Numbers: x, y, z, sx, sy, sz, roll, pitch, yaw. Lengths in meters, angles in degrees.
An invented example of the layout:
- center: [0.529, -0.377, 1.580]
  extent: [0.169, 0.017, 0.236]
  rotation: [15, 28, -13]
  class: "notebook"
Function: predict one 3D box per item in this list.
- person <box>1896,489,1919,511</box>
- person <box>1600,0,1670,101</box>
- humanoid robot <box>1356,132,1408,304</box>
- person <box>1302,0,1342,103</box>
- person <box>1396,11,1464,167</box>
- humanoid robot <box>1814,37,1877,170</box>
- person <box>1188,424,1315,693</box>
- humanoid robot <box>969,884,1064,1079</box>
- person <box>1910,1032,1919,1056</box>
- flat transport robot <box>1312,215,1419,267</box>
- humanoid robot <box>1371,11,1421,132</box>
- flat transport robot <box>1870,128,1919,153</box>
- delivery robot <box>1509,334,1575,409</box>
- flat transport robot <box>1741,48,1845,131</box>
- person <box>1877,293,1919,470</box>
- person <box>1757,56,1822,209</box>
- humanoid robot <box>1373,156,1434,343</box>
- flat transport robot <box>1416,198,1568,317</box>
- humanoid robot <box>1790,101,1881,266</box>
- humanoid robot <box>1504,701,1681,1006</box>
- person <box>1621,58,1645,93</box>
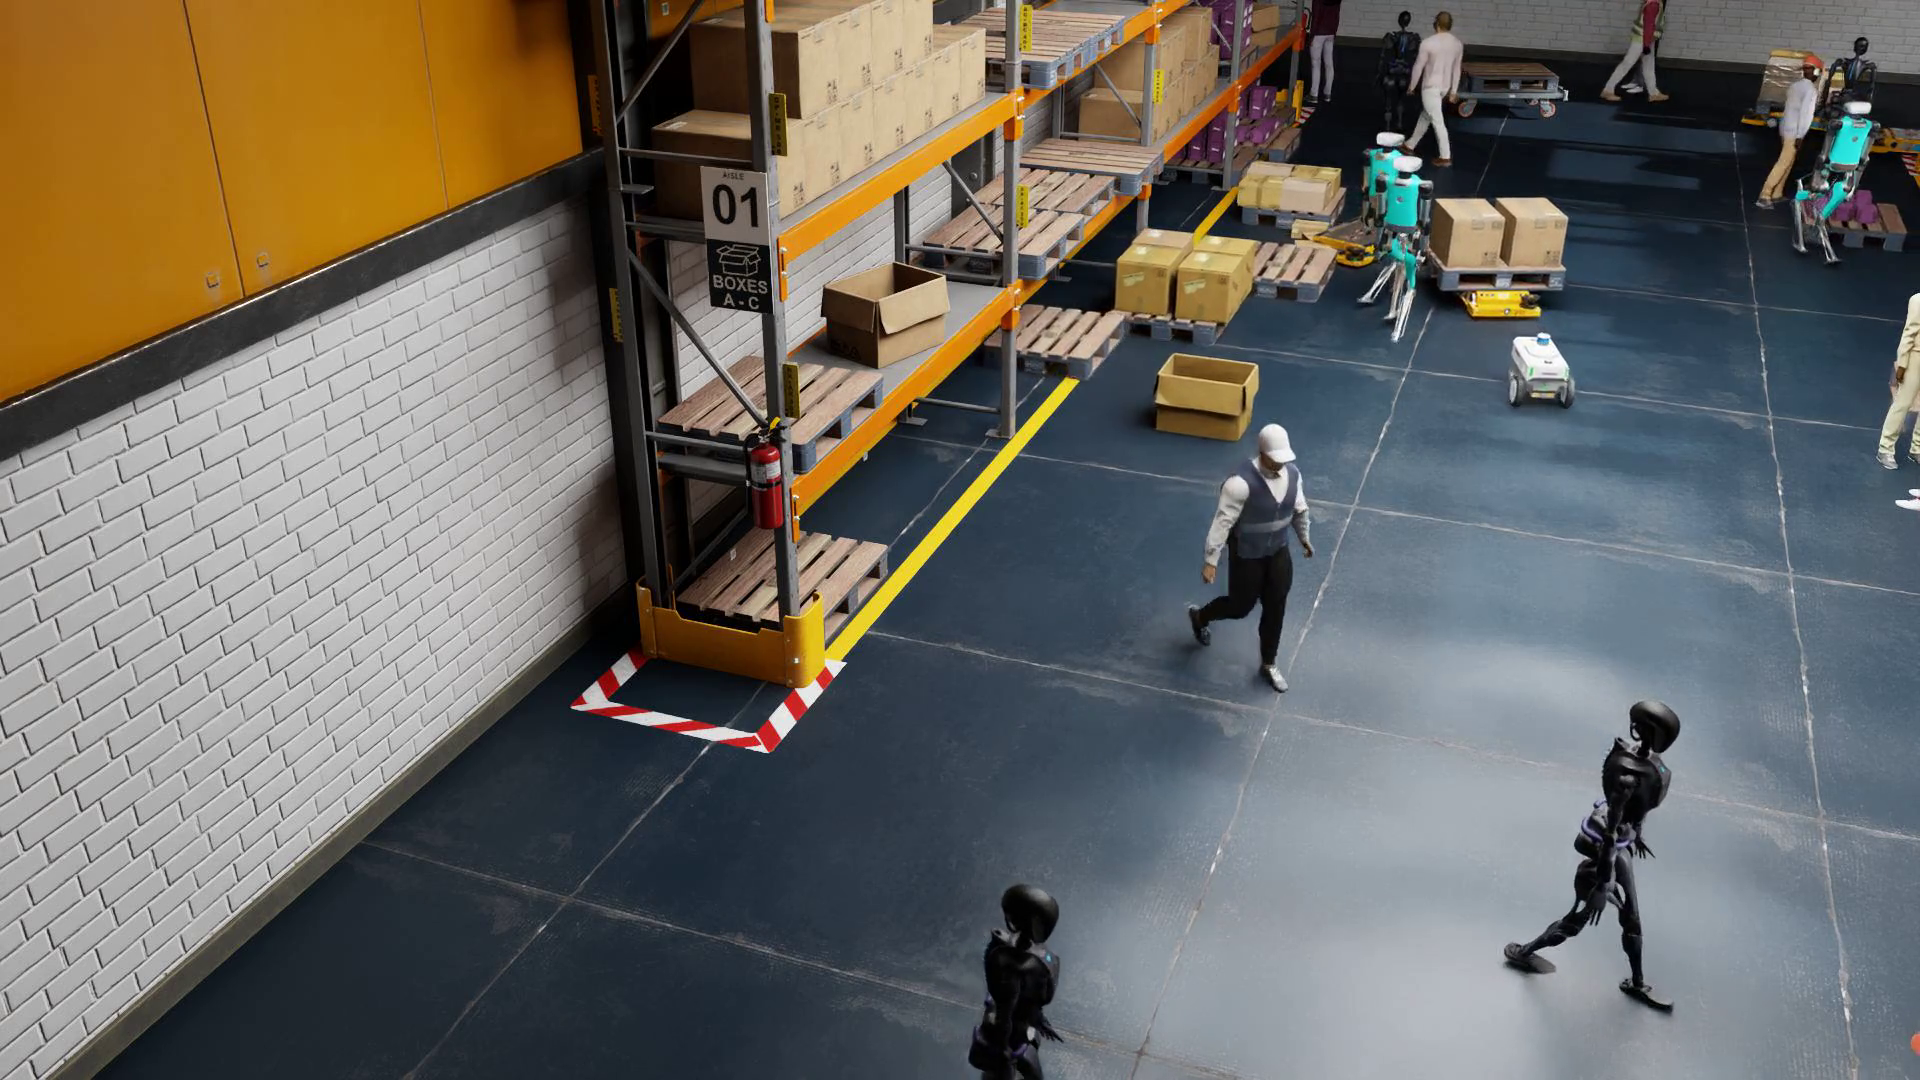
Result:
- center: [7.239, -0.977, 12.167]
  extent: [0.281, 1.628, 0.501]
  rotation: [24, 36, 38]
  class: "person"
- center: [9.974, -7.305, 24.276]
  extent: [0.943, 1.790, 0.659]
  rotation: [11, 29, 20]
  class: "person"
- center: [4.298, -3.169, 16.339]
  extent: [1.011, 1.757, 0.530]
  rotation: [-22, 34, -36]
  class: "humanoid robot"
- center: [5.288, -7.376, 24.227]
  extent: [0.499, 1.947, 0.430]
  rotation: [-12, 30, -22]
  class: "person"
- center: [6.039, -5.746, 21.148]
  extent: [0.616, 1.879, 1.048]
  rotation: [-15, 31, -26]
  class: "person"
- center: [11.007, -5.412, 20.716]
  extent: [0.610, 1.646, 0.353]
  rotation: [17, 32, 29]
  class: "humanoid robot"
- center: [1.772, 0.039, 10.085]
  extent: [0.804, 1.726, 0.708]
  rotation: [-13, 30, -24]
  class: "person"
- center: [0.183, 1.970, 6.395]
  extent: [0.369, 1.641, 0.614]
  rotation: [8, 28, 15]
  class: "humanoid robot"
- center: [3.136, 2.316, 5.402]
  extent: [0.460, 1.969, 0.640]
  rotation: [17, 32, 30]
  class: "person"
- center: [4.411, -3.265, 18.084]
  extent: [0.659, 0.231, 1.431]
  rotation: [22, 35, 36]
  class: "flat transport robot"
- center: [5.856, -6.245, 22.332]
  extent: [0.600, 1.649, 0.377]
  rotation: [0, 27, 0]
  class: "humanoid robot"
- center: [12.708, -5.194, 21.826]
  extent: [1.431, 0.231, 0.659]
  rotation: [10, 29, 18]
  class: "flat transport robot"
- center: [4.974, -1.460, 14.290]
  extent: [0.499, 0.612, 0.814]
  rotation: [2, 27, 4]
  class: "delivery robot"
- center: [11.682, -5.857, 23.112]
  extent: [1.431, 0.231, 0.659]
  rotation: [15, 31, 27]
  class: "flat transport robot"
- center: [7.483, -1.362, 12.785]
  extent: [0.554, 1.743, 0.346]
  rotation: [2, 27, 4]
  class: "person"
- center: [9.691, -4.758, 19.411]
  extent: [0.508, 1.703, 0.634]
  rotation: [4, 28, 8]
  class: "person"
- center: [4.170, -2.775, 15.546]
  extent: [0.530, 1.769, 0.842]
  rotation: [15, 31, 27]
  class: "humanoid robot"
- center: [5.289, -2.560, 16.717]
  extent: [0.659, 0.231, 1.431]
  rotation: [0, 27, 0]
  class: "flat transport robot"
- center: [9.099, -3.747, 17.423]
  extent: [0.562, 1.739, 1.026]
  rotation: [-1, 27, -2]
  class: "humanoid robot"
- center: [2.968, 1.406, 7.546]
  extent: [0.759, 1.620, 0.608]
  rotation: [18, 32, 31]
  class: "humanoid robot"
- center: [10.217, -7.542, 24.888]
  extent: [0.265, 1.631, 0.506]
  rotation: [2, 27, 4]
  class: "person"
